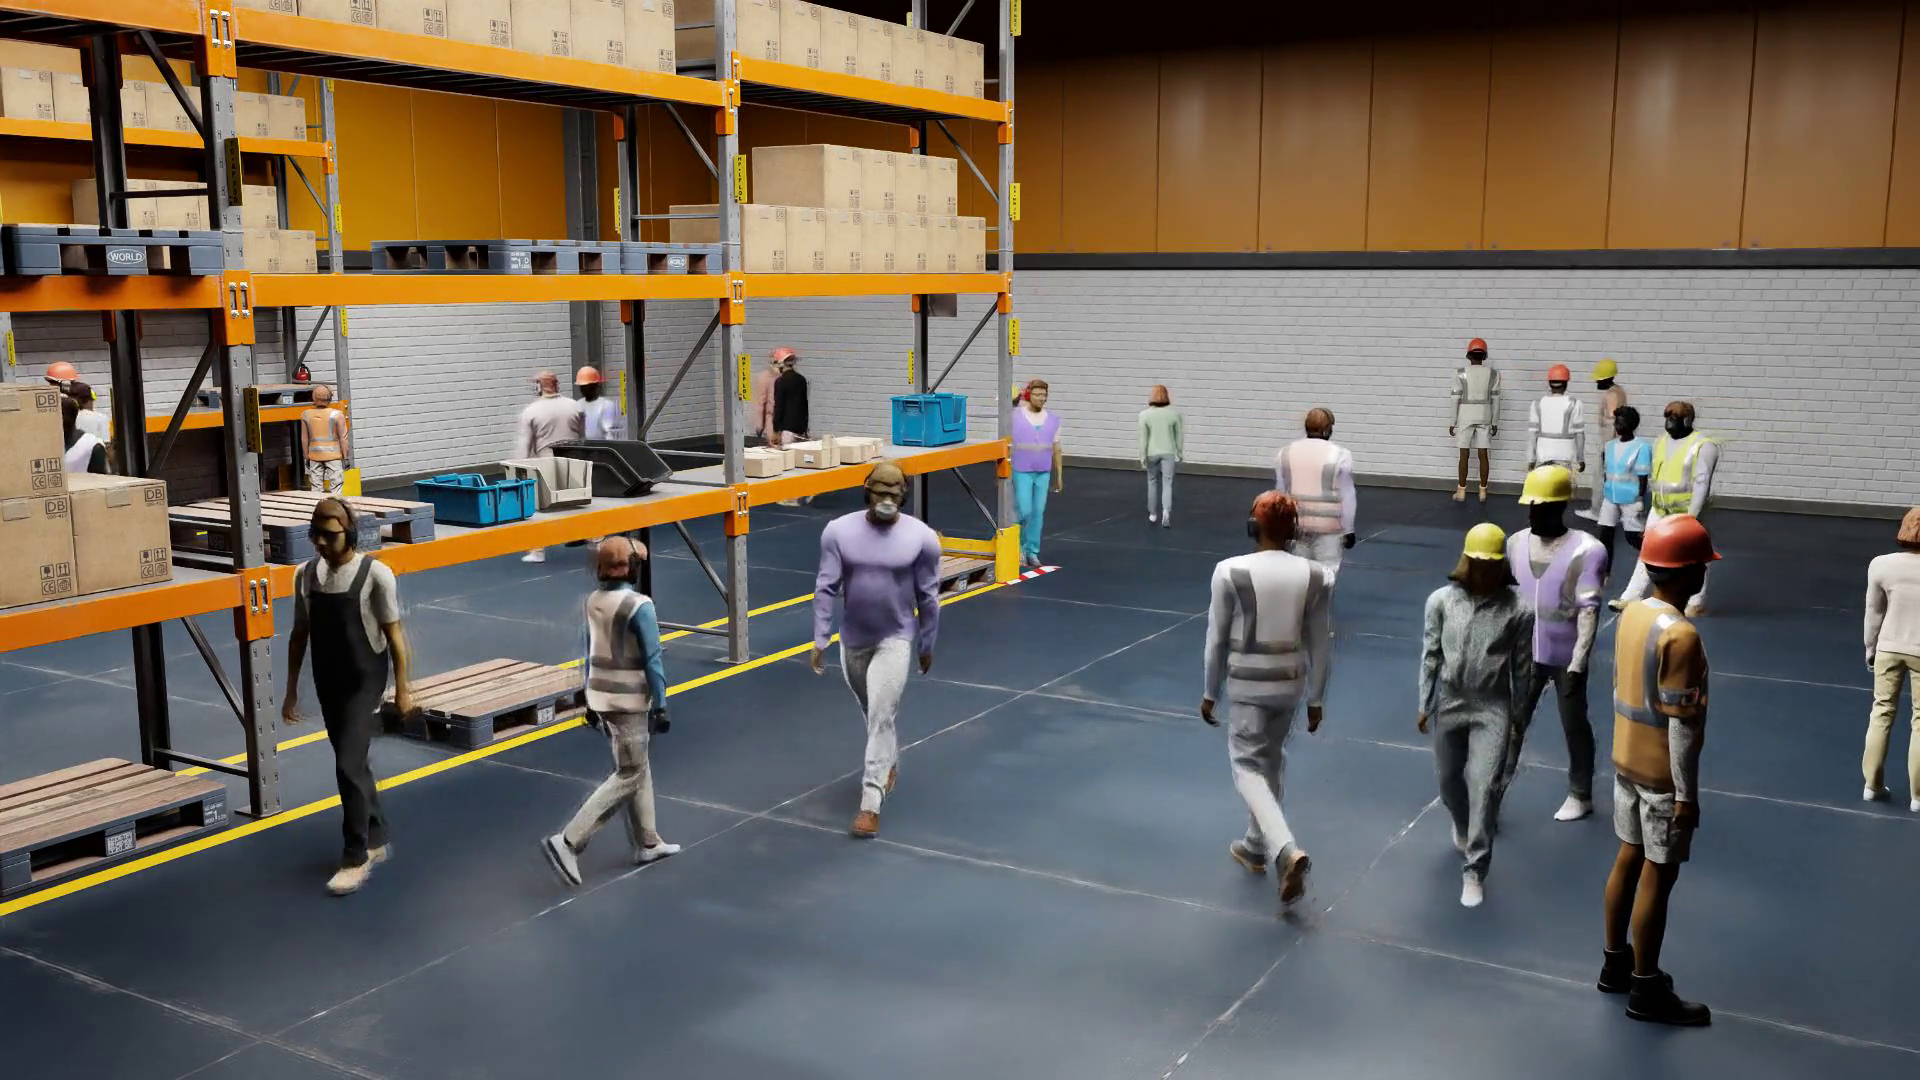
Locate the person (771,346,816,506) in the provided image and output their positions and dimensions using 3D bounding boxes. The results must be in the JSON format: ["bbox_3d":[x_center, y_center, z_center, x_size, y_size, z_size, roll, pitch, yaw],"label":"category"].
[{"bbox_3d":[-1.982,-1.358,20.146,0.644,1.960,0.648,4,10,25],"label":"person"}]

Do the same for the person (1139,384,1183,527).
[{"bbox_3d":[2.263,-0.959,18.777,0.502,1.600,0.800,1,9,8],"label":"person"}]

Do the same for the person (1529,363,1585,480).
[{"bbox_3d":[6.209,-0.893,17.434,0.549,1.909,0.879,8,12,41],"label":"person"}]

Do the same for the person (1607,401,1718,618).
[{"bbox_3d":[5.791,-0.224,13.575,0.944,1.797,0.630,-5,10,-27],"label":"person"}]

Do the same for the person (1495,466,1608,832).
[{"bbox_3d":[2.952,0.563,8.430,0.989,1.874,0.590,-8,12,-40],"label":"person"}]

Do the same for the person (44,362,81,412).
[{"bbox_3d":[-8.614,-0.720,16.061,0.618,1.994,0.380,4,10,22],"label":"person"}]

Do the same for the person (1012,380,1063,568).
[{"bbox_3d":[0.702,-0.630,16.003,0.613,1.825,0.474,-3,10,-19],"label":"person"}]

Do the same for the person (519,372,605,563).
[{"bbox_3d":[-3.916,-0.701,16.349,0.851,1.873,0.544,-5,11,-30],"label":"person"}]

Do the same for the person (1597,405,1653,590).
[{"bbox_3d":[5.977,-0.373,14.881,0.659,1.675,0.540,-5,11,-30],"label":"person"}]

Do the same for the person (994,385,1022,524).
[{"bbox_3d":[0.544,-0.702,16.743,0.430,1.740,0.537,2,9,13],"label":"person"}]

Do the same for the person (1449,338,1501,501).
[{"bbox_3d":[6.403,-1.493,20.732,0.607,2.044,0.379,1,9,4],"label":"person"}]

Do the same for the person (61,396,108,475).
[{"bbox_3d":[-7.147,-0.229,13.418,0.605,1.864,1.030,4,10,23],"label":"person"}]

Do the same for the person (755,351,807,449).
[{"bbox_3d":[-2.218,-1.473,21.165,0.857,1.871,0.644,8,12,40],"label":"person"}]

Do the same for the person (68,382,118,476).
[{"bbox_3d":[-8.084,-0.569,15.667,0.609,1.824,0.405,3,10,20],"label":"person"}]

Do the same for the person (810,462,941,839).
[{"bbox_3d":[-0.417,0.517,8.712,0.637,1.885,1.070,2,9,12],"label":"person"}]

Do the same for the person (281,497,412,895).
[{"bbox_3d":[-2.876,0.709,7.656,0.548,1.821,0.689,3,10,18],"label":"person"}]

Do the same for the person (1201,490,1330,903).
[{"bbox_3d":[1.433,0.703,7.609,0.569,1.861,0.822,-2,9,-15],"label":"person"}]

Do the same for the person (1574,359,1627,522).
[{"bbox_3d":[7.350,-1.116,18.914,0.591,1.878,0.669,5,10,29],"label":"person"}]

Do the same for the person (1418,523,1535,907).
[{"bbox_3d":[2.396,0.754,7.728,0.487,1.722,0.775,4,10,24],"label":"person"}]

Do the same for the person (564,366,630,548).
[{"bbox_3d":[-3.817,-0.902,17.570,0.549,1.886,1.019,4,10,23],"label":"person"}]

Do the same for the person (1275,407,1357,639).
[{"bbox_3d":[2.721,-0.107,12.759,0.630,1.828,0.516,8,12,40],"label":"person"}]

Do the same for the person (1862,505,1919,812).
[{"bbox_3d":[5.053,0.622,8.833,0.277,1.629,0.496,-7,12,-39],"label":"person"}]

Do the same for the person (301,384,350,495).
[{"bbox_3d":[-6.891,-0.871,18.089,0.522,1.645,0.306,1,9,4],"label":"person"}]

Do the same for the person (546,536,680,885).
[{"bbox_3d":[-1.654,0.791,7.819,0.687,1.606,0.539,-8,12,-41],"label":"person"}]

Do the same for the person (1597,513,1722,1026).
[{"bbox_3d":[2.681,0.862,6.345,0.345,1.942,0.551,0,9,-1],"label":"person"}]
